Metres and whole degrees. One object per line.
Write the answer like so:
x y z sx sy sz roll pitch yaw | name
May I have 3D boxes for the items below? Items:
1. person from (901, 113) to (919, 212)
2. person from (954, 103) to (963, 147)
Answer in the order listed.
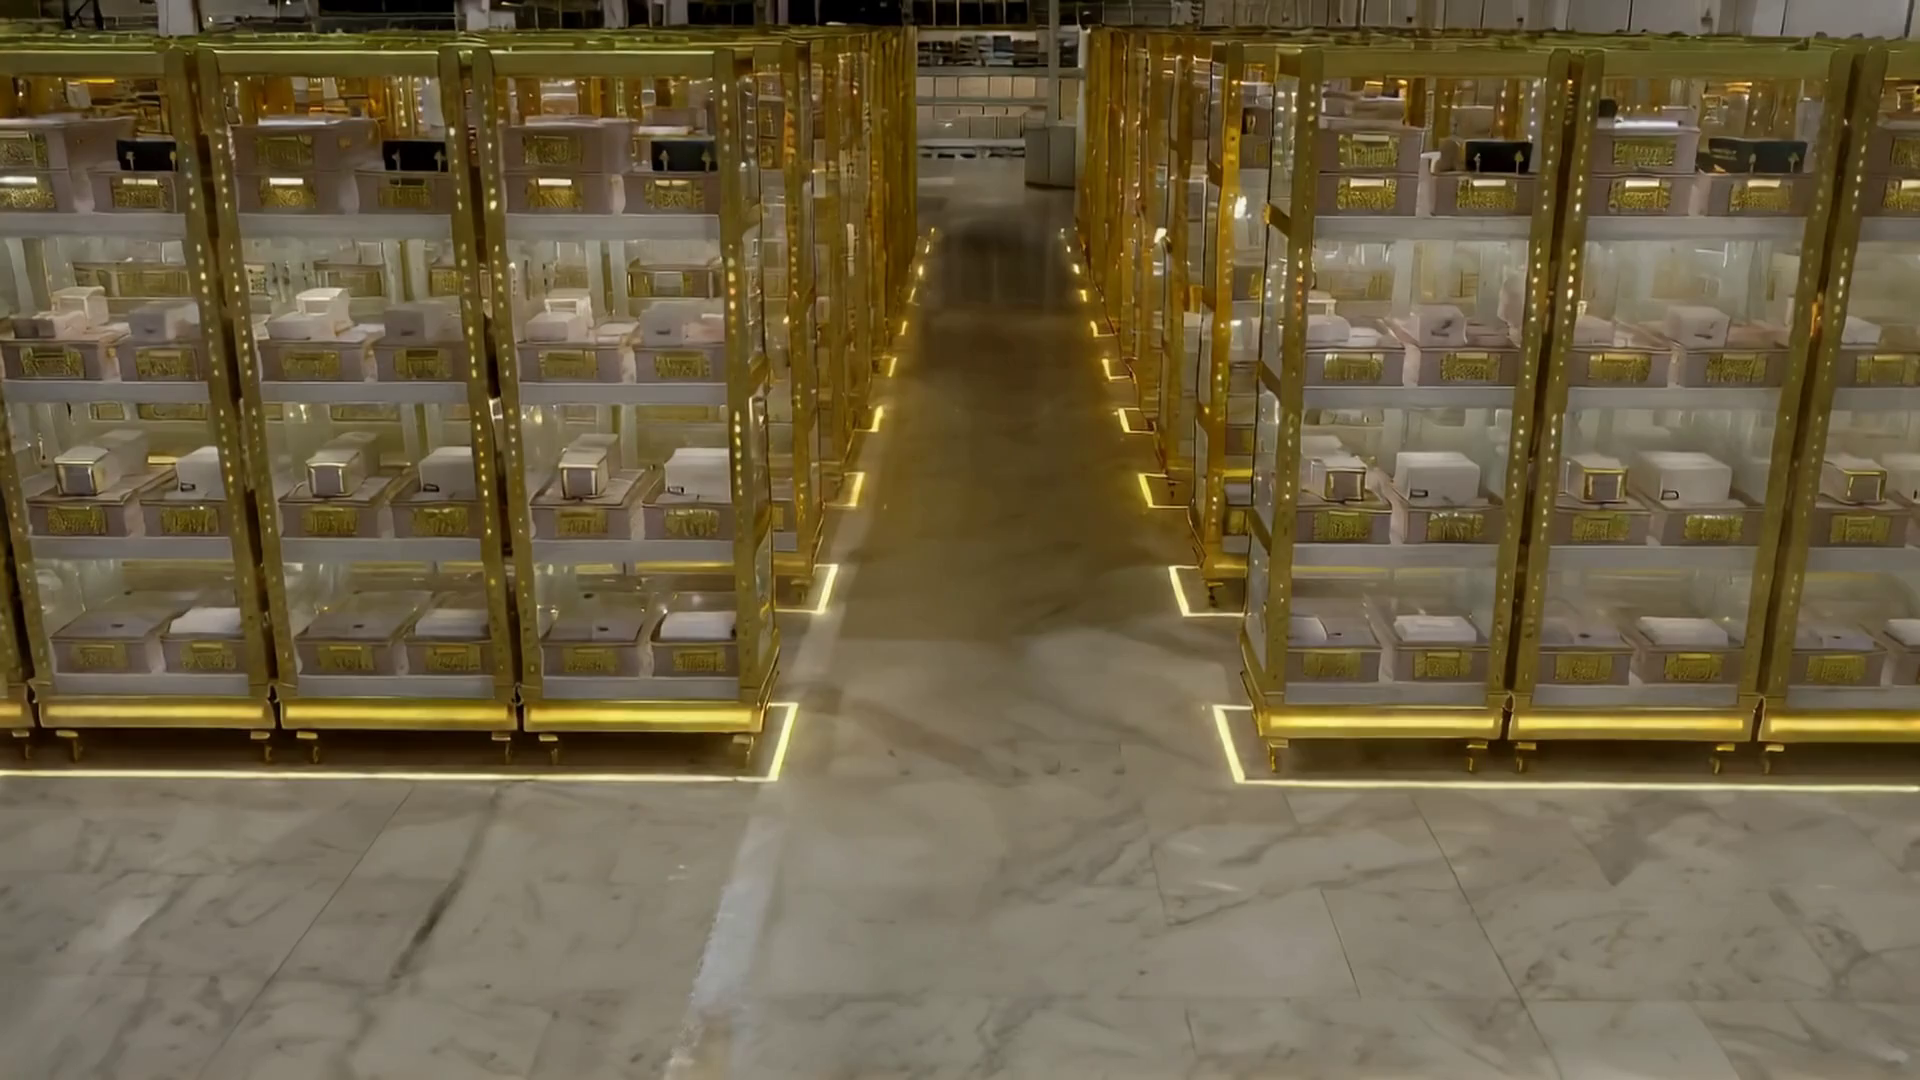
-1.063 -7.482 32.936 0.611 1.996 0.378 -16 23 -40 | person
-0.162 -12.868 50.183 0.406 1.945 0.615 17 24 42 | person
